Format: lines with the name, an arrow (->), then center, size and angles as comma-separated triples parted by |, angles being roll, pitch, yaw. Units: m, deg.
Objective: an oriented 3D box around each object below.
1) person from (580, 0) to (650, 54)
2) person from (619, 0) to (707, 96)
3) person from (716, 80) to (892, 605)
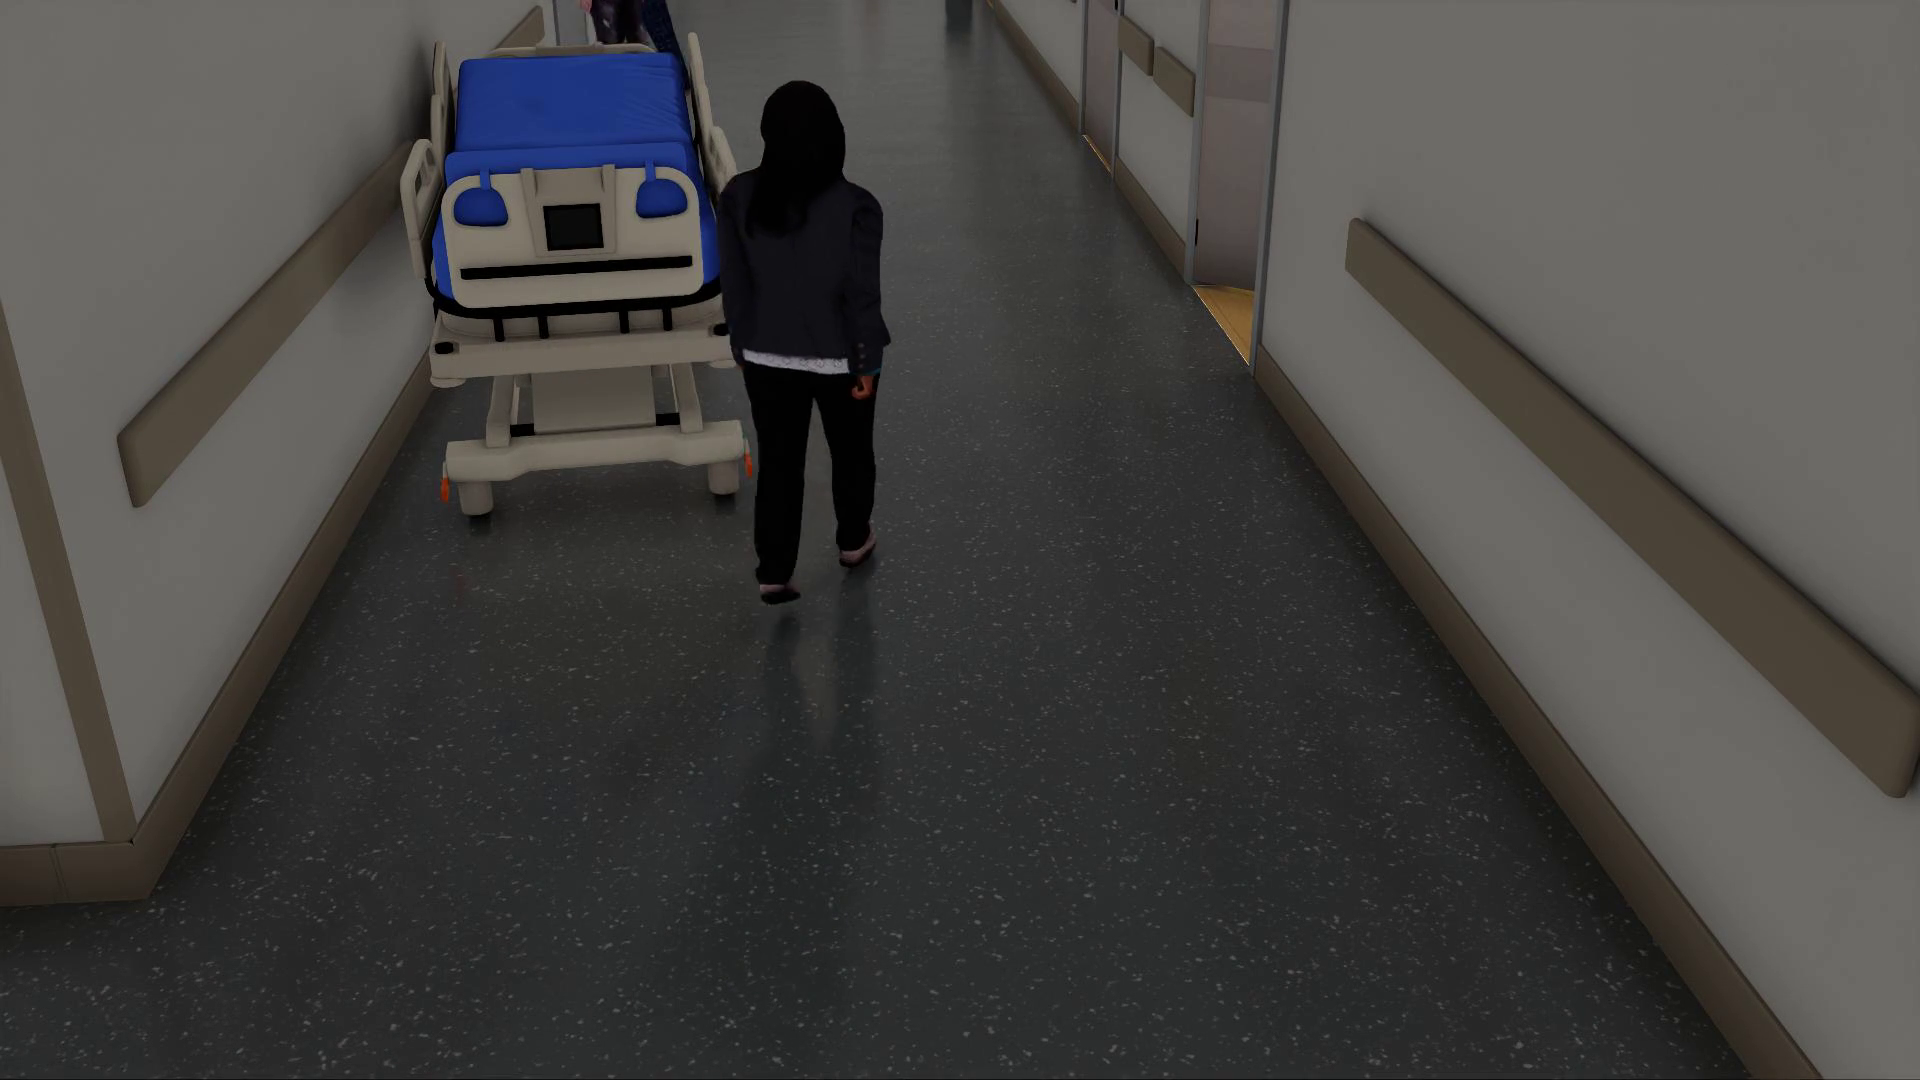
person -> -2.400, -3.702, 11.261 | 1.125, 1.806, 1.080 | 20, 32, 35
person -> -2.478, -4.010, 11.945 | 1.222, 1.765, 1.115 | -20, 32, -35
person -> -0.480, -0.535, 4.954 | 0.975, 1.577, 0.871 | 4, 26, 8
